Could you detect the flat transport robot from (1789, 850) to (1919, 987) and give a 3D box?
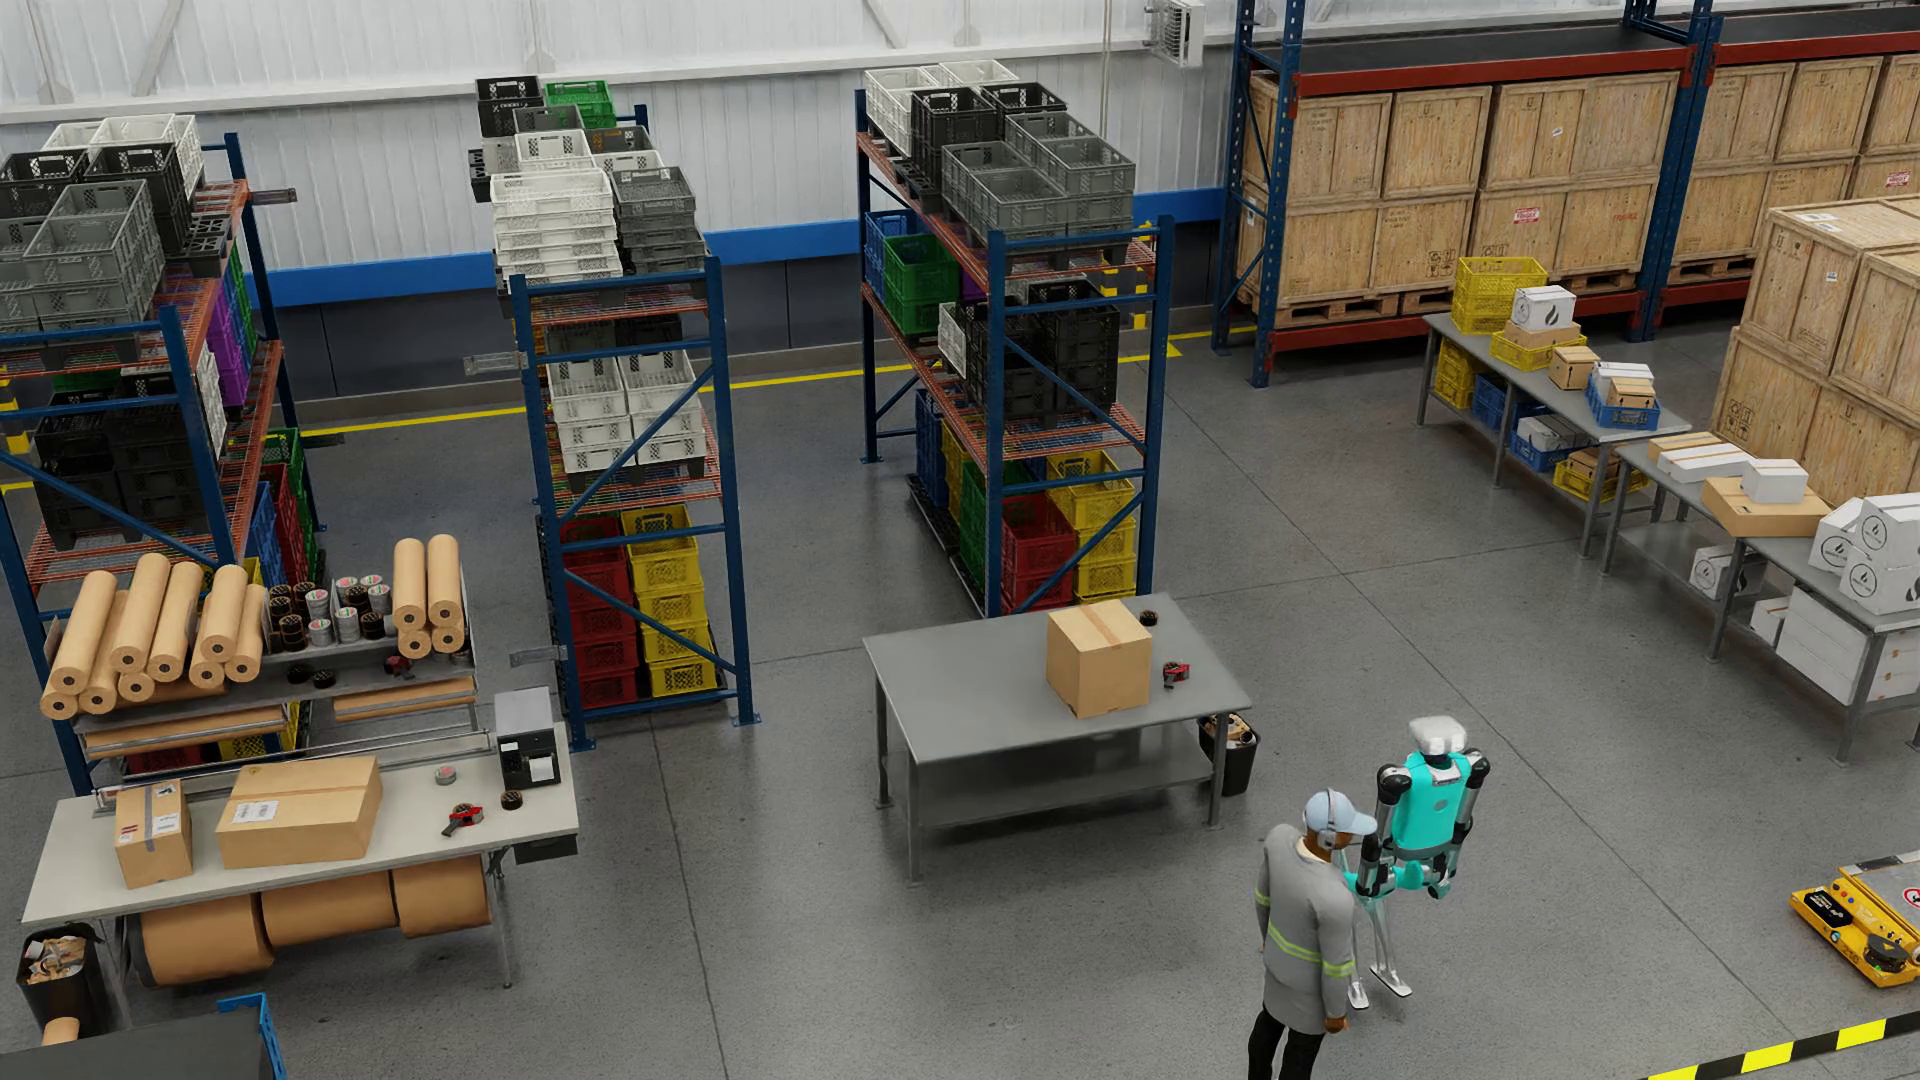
[{"bbox_3d":[5.163,1.916,8.676,1.431,0.231,0.659,-8,30,-14],"label":"flat transport robot"}]

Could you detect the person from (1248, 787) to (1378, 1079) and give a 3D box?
[{"bbox_3d":[1.502,1.835,7.180,0.385,1.849,0.596,-11,31,-19],"label":"person"}]

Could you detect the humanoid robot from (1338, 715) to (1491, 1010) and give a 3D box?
[{"bbox_3d":[2.029,1.438,7.880,0.533,1.677,0.735,-8,30,-15],"label":"humanoid robot"}]
